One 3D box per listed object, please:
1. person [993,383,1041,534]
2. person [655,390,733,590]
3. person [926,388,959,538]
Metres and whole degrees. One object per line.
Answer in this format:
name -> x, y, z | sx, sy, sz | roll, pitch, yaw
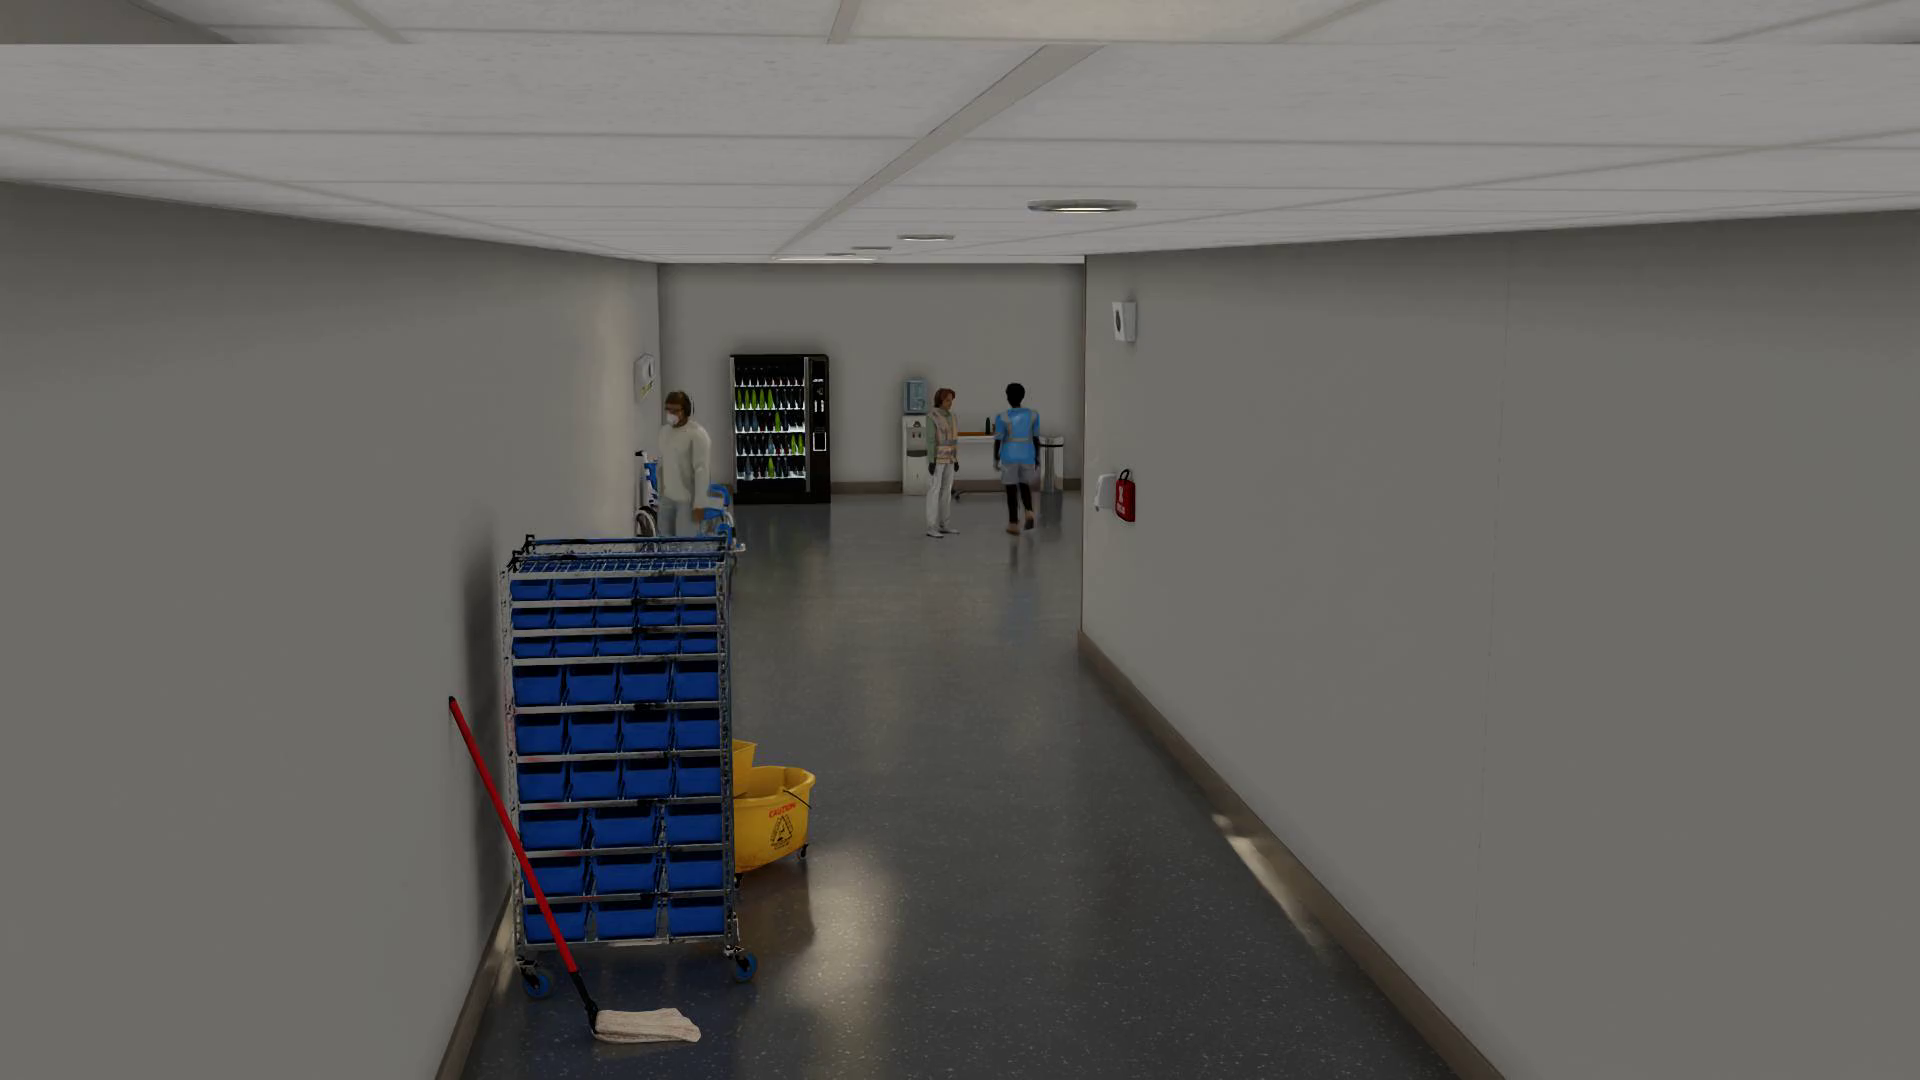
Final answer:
person -> 0.620, -0.901, 18.420 | 0.556, 1.683, 0.369 | -3, 10, -21
person -> -2.335, -0.346, 14.280 | 0.643, 1.914, 0.692 | 8, 12, 42
person -> -0.194, -0.853, 18.302 | 0.310, 1.636, 0.523 | 6, 11, 34
